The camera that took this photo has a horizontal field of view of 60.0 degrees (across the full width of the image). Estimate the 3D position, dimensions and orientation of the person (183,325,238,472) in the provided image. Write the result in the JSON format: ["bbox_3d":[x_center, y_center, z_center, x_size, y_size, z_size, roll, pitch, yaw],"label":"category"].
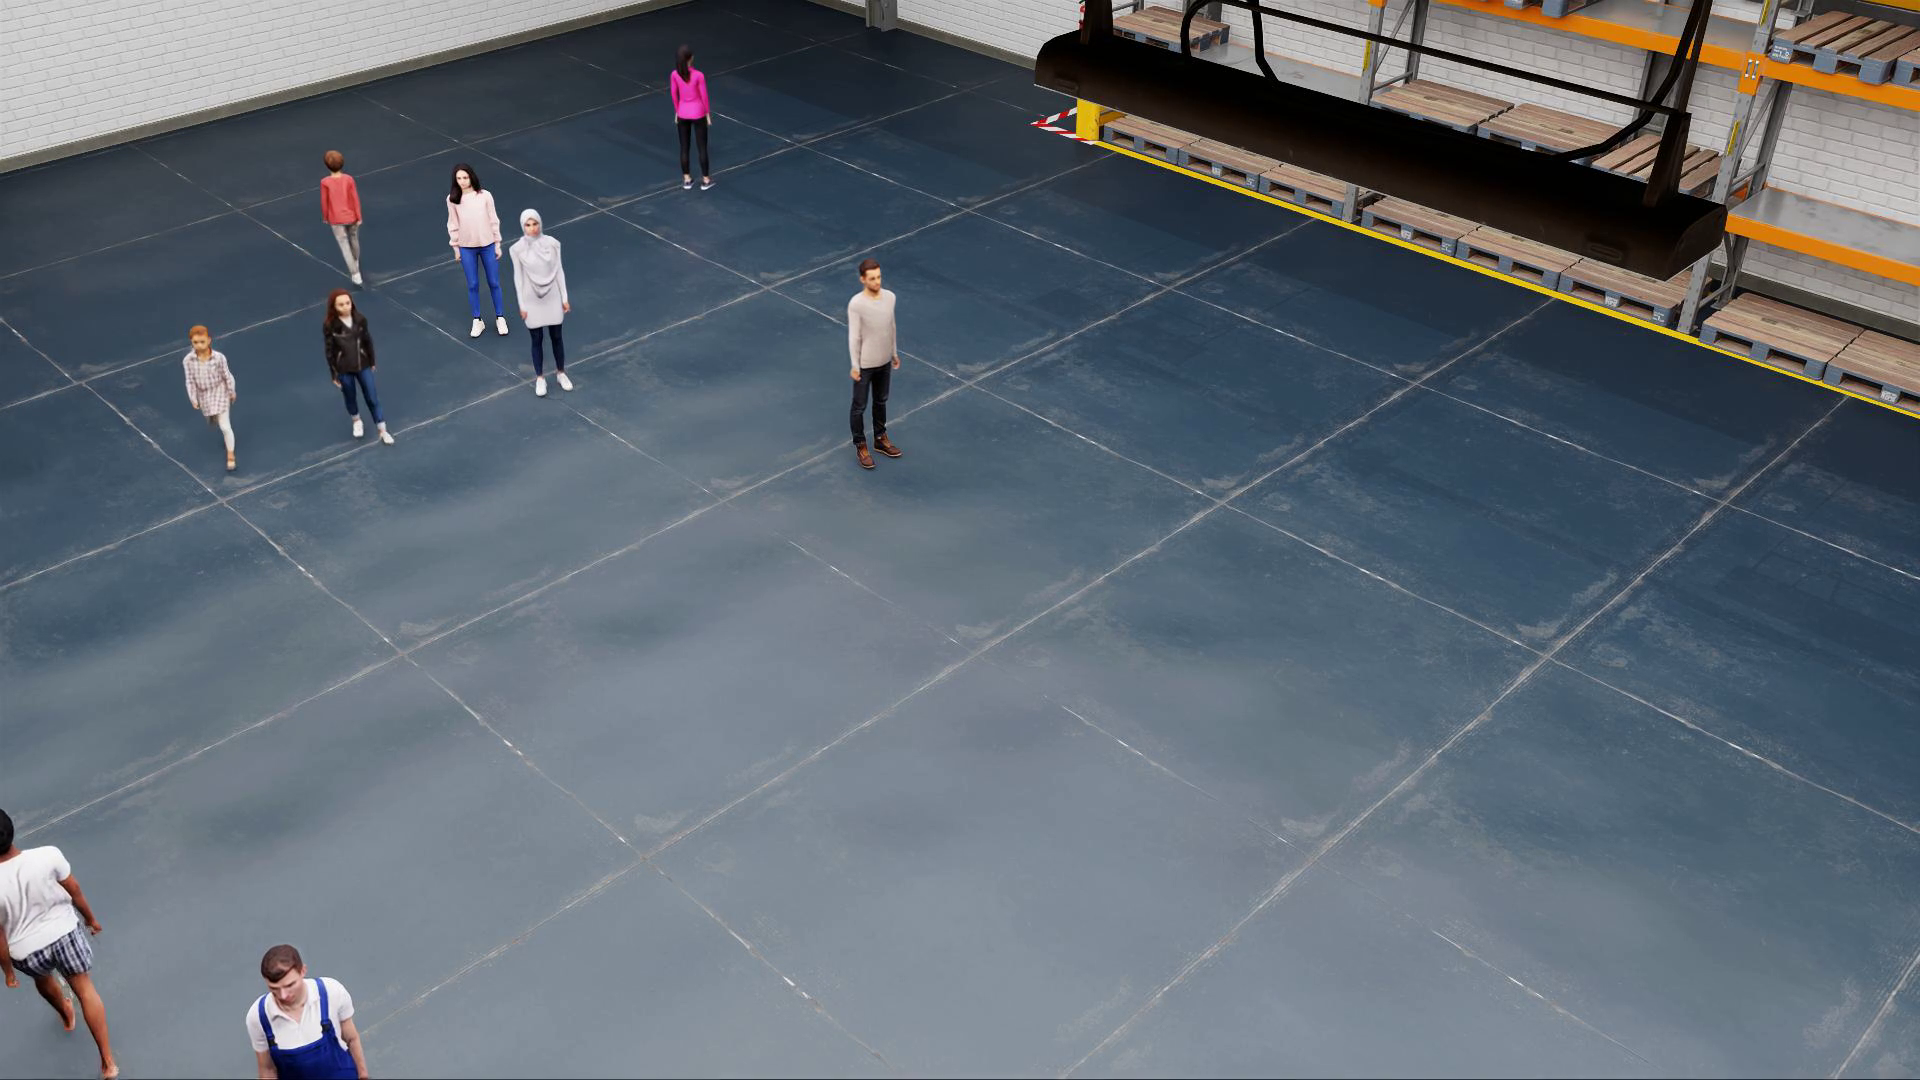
[{"bbox_3d":[-6.422,-1.275,14.306,0.812,1.294,0.938,-6,34,-9],"label":"person"}]

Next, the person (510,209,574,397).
[{"bbox_3d":[-3.831,-2.194,15.255,0.682,1.775,0.668,-12,35,-18],"label":"person"}]

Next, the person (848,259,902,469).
[{"bbox_3d":[-0.748,-1.536,14.181,0.676,1.868,0.609,-24,40,-31],"label":"person"}]

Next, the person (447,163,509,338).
[{"bbox_3d":[-4.705,-2.843,16.238,0.732,1.768,0.747,-6,34,-8],"label":"person"}]

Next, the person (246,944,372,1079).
[{"bbox_3d":[-3.064,2.601,7.974,0.705,1.850,0.686,-14,36,-20],"label":"person"}]

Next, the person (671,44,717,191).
[{"bbox_3d":[-3.149,-4.955,19.478,0.666,1.698,0.748,5,34,8],"label":"person"}]

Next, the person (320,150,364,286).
[{"bbox_3d":[-6.410,-3.327,17.311,0.686,1.387,0.992,-18,37,-25],"label":"person"}]

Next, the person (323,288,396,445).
[{"bbox_3d":[-5.353,-1.547,14.574,0.713,1.451,0.945,-18,38,-25],"label":"person"}]

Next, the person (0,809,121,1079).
[{"bbox_3d":[-4.798,2.163,8.768,0.766,1.700,1.131,-22,39,-29],"label":"person"}]
